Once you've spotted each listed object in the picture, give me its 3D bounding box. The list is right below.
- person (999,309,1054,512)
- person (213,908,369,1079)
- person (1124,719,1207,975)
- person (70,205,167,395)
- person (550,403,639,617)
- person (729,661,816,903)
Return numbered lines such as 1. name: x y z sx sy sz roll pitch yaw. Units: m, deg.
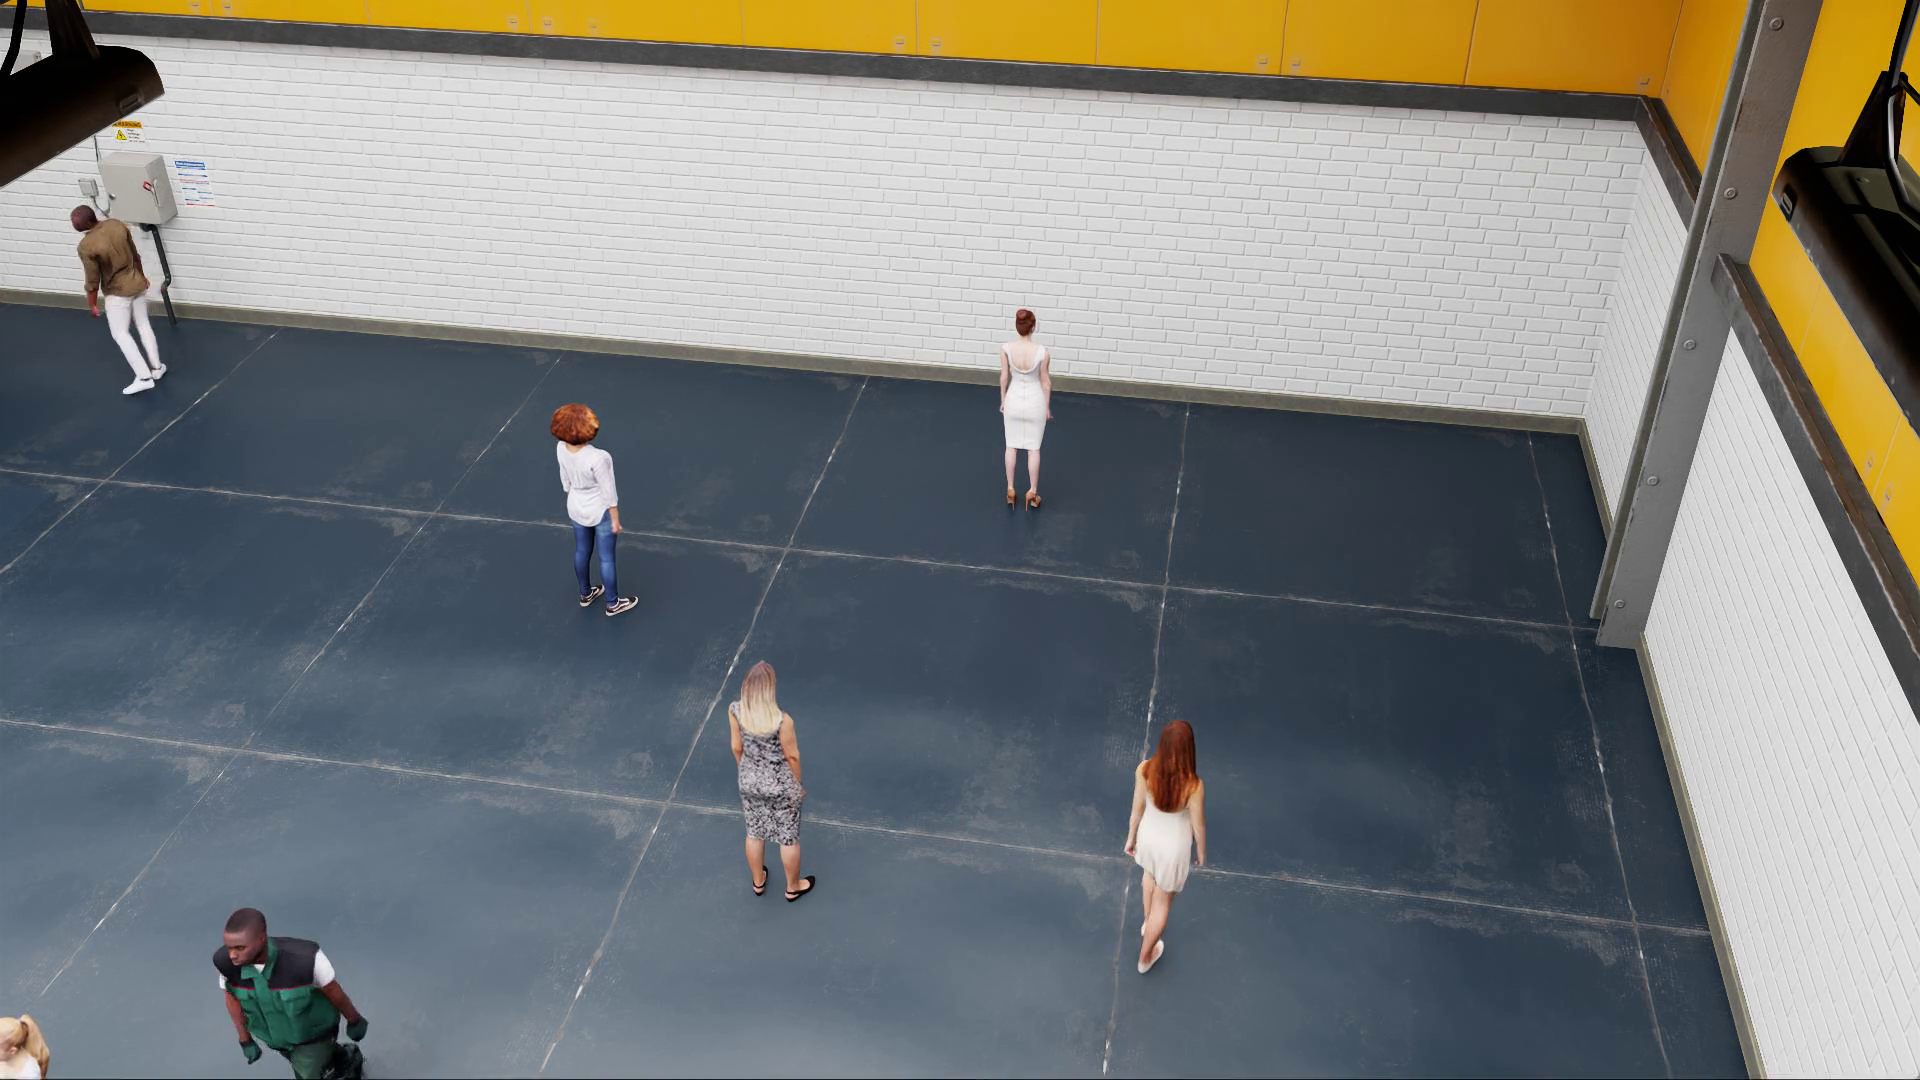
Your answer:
1. person: 0.508 -1.043 13.269 0.601 1.793 0.514 9 35 14
2. person: -3.211 2.342 8.186 0.775 1.782 1.236 0 34 0
3. person: 1.087 1.733 9.182 0.714 1.695 0.801 18 38 25
4. person: -7.558 -2.255 15.099 0.900 1.786 0.625 24 40 32
5. person: -2.700 -0.232 12.122 0.725 1.713 0.735 19 38 26
6. person: -1.116 1.418 9.646 0.596 1.706 0.546 11 35 16
